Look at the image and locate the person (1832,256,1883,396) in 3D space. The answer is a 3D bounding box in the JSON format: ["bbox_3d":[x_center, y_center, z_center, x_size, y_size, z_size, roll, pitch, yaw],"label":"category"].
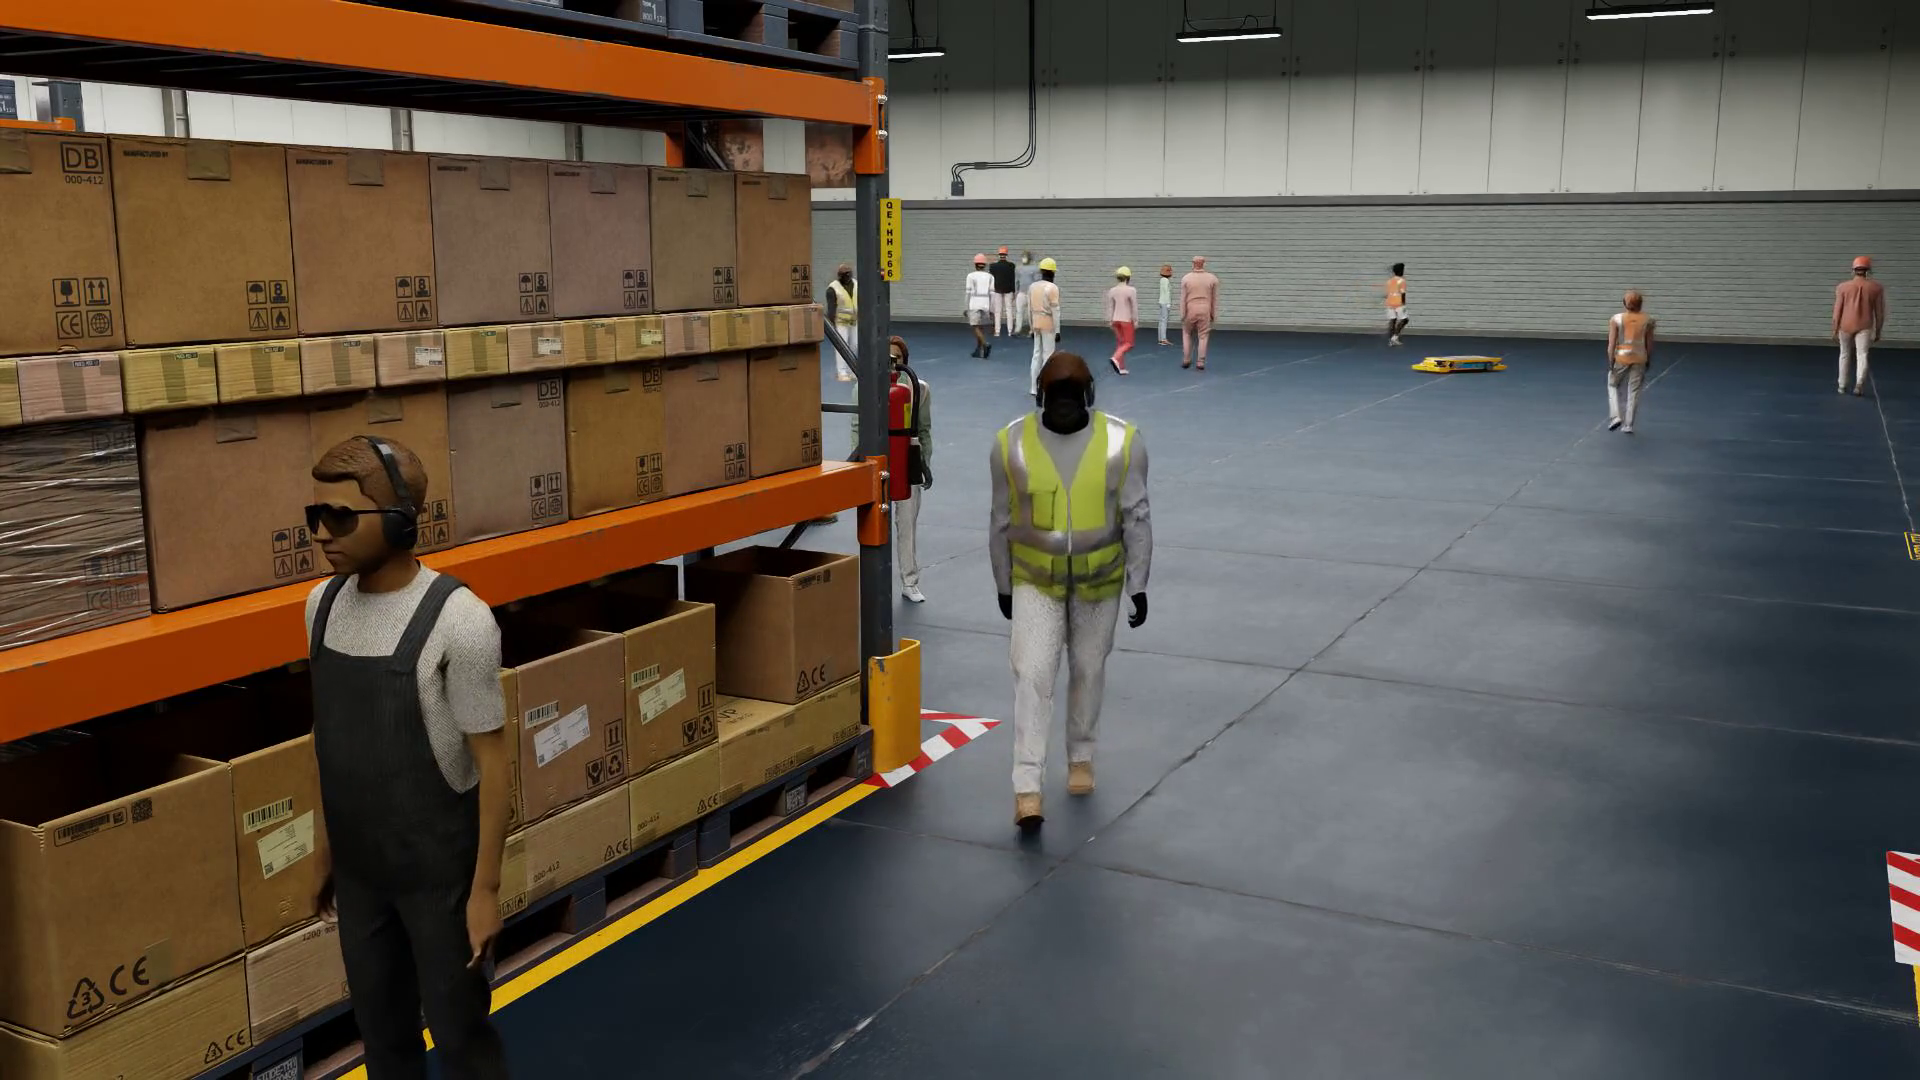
[{"bbox_3d":[12.614,-3.005,23.369,0.633,1.963,0.960,4,11,23],"label":"person"}]

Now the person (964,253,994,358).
[{"bbox_3d":[0.392,-4.249,30.251,0.543,1.920,0.786,-5,12,-26],"label":"person"}]

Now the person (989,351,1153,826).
[{"bbox_3d":[0.421,0.186,6.391,0.626,1.797,0.920,0,10,1],"label":"person"}]

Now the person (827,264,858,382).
[{"bbox_3d":[-1.739,-3.307,25.420,0.656,1.808,0.474,-7,13,-35],"label":"person"}]

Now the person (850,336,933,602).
[{"bbox_3d":[-0.416,-0.423,10.146,0.523,1.640,0.306,-3,11,-18],"label":"person"}]

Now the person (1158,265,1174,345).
[{"bbox_3d":[4.245,-4.846,34.282,0.282,1.633,0.500,-1,10,-7],"label":"person"}]

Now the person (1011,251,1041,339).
[{"bbox_3d":[1.410,-5.295,35.999,0.653,1.894,0.976,5,11,25],"label":"person"}]

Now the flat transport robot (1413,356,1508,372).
[{"bbox_3d":[8.269,-2.915,27.470,1.431,0.197,0.652,-5,11,-24],"label":"flat transport robot"}]

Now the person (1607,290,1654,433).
[{"bbox_3d":[7.609,-2.022,18.913,0.520,1.626,0.382,1,10,8],"label":"person"}]

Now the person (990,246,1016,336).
[{"bbox_3d":[0.958,-5.524,37.021,0.619,1.995,0.392,0,10,0],"label":"person"}]

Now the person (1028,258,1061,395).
[{"bbox_3d":[1.207,-2.966,23.237,0.387,1.922,0.593,-8,13,-38],"label":"person"}]

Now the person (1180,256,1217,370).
[{"bbox_3d":[3.985,-3.816,27.951,0.640,1.888,0.724,0,10,-2],"label":"person"}]

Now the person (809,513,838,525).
[{"bbox_3d":[-1.445,-1.030,12.731,0.952,1.911,0.628,-5,12,-26],"label":"person"}]

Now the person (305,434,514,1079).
[{"bbox_3d":[-1.170,0.692,3.507,0.516,1.843,0.326,5,12,26],"label":"person"}]

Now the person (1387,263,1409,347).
[{"bbox_3d":[8.797,-4.718,33.411,0.366,1.685,0.551,-4,11,-21],"label":"person"}]

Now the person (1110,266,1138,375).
[{"bbox_3d":[2.585,-3.508,26.661,0.536,1.747,0.536,-10,14,-44],"label":"person"}]
